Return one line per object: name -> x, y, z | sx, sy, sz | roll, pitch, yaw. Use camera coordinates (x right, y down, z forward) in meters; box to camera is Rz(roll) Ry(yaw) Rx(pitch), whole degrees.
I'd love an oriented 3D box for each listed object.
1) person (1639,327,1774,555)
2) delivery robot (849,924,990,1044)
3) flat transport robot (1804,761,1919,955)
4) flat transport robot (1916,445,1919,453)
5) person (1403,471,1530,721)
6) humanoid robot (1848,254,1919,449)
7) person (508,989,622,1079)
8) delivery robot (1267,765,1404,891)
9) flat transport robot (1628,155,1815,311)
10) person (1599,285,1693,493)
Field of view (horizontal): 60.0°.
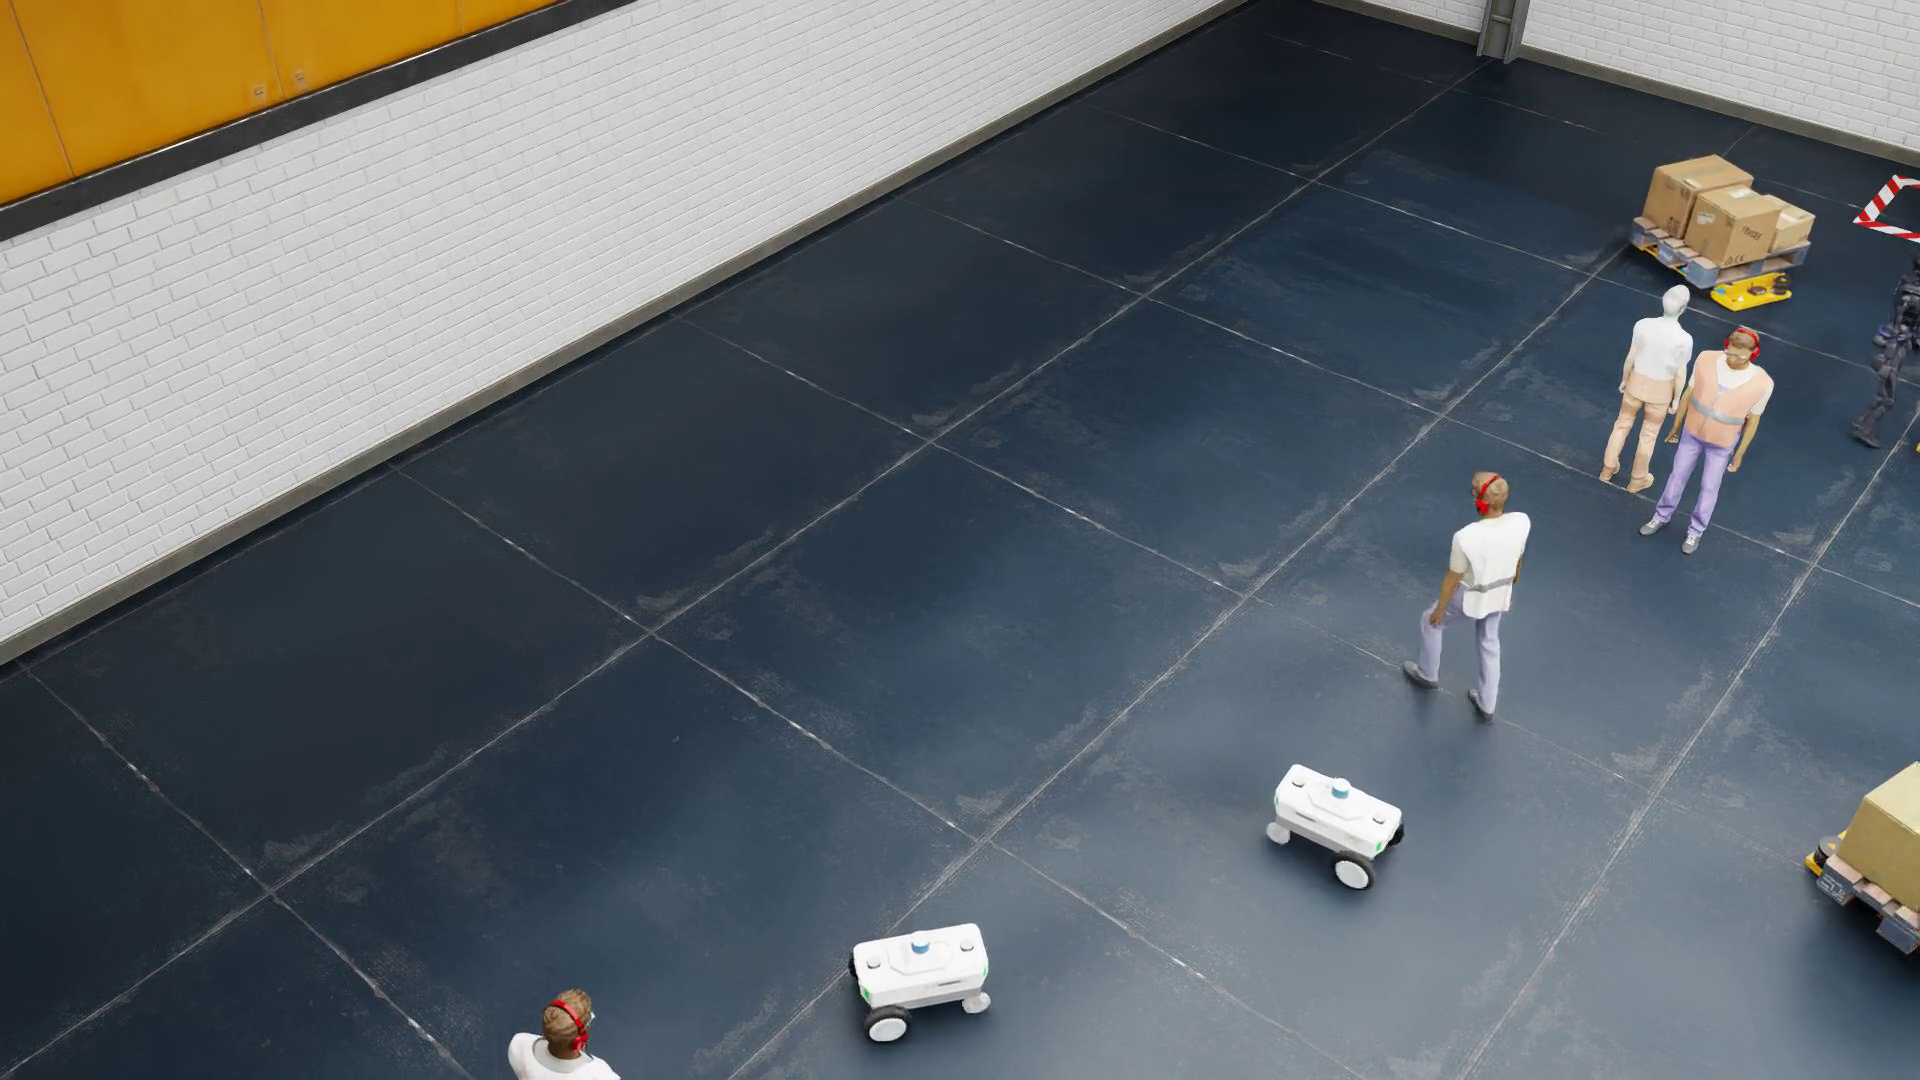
person -> 5.396, -0.739, 11.951 | 0.564, 1.840, 0.391 | 31, 48, 32
delivery robot -> -0.218, 2.363, 9.110 | 0.759, 0.575, 0.499 | -8, 40, -10
flat transport robot -> 5.724, 2.152, 9.615 | 0.659, 0.231, 1.431 | -22, 44, -25
flat transport robot -> 8.408, -0.680, 13.131 | 1.431, 0.231, 0.659 | -9, 40, -11
person -> 3.252, 0.336, 10.648 | 0.630, 1.804, 0.787 | -15, 41, -17
humanoid robot -> 7.376, -1.509, 13.037 | 0.376, 1.654, 0.594 | 32, 49, 33
person -> -1.739, 2.732, 7.651 | 0.571, 1.833, 0.399 | 15, 41, 18
delivery robot -> 2.278, 1.692, 9.973 | 0.790, 0.614, 0.499 | 23, 44, 26
flat transport robot -> 6.994, -2.598, 15.512 | 0.659, 0.231, 1.431 | -14, 41, -17
person -> 5.205, -1.143, 12.525 | 0.473, 1.750, 0.320 | 30, 48, 32
